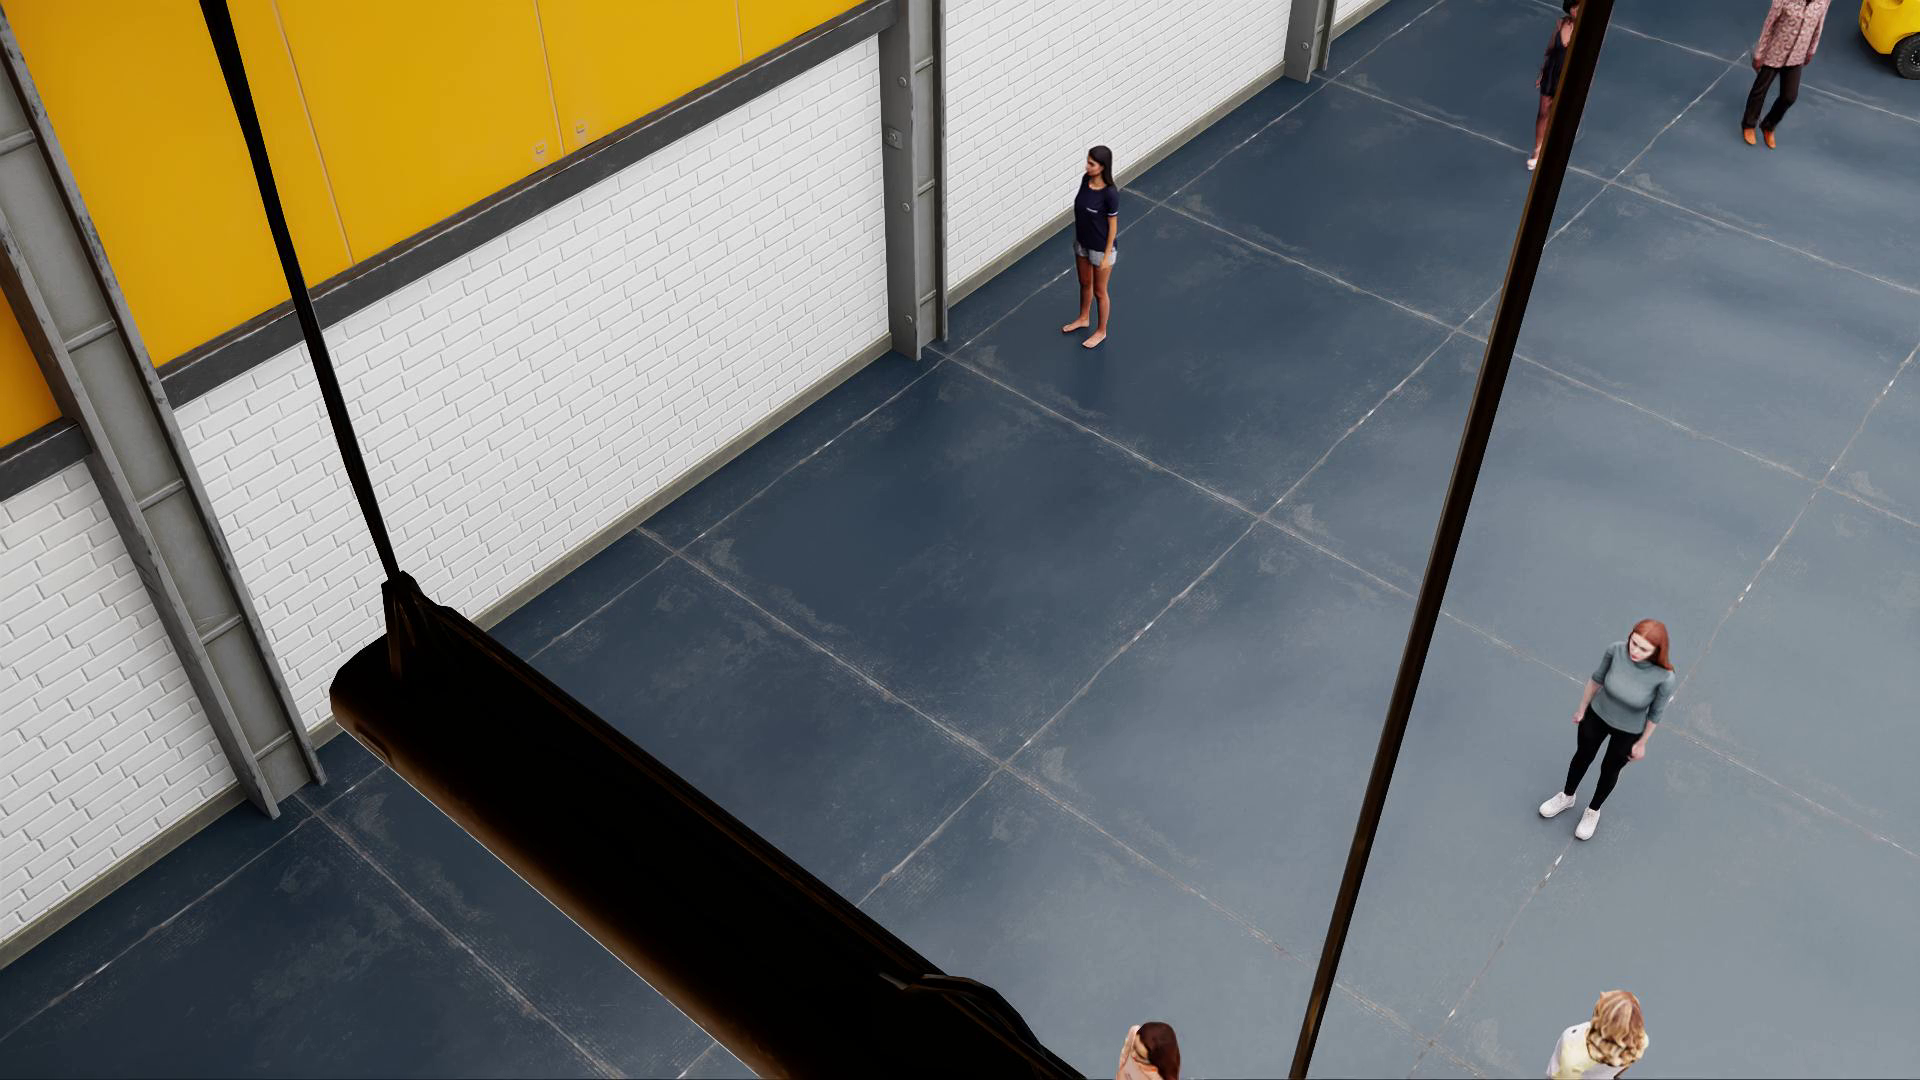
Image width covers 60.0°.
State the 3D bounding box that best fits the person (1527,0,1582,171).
[{"bbox_3d":[5.491,-4.204,15.099,0.550,1.779,0.699,30,51,27],"label":"person"}]

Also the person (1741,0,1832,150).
[{"bbox_3d":[7.642,-4.562,15.466,0.836,1.790,0.845,4,44,5],"label":"person"}]

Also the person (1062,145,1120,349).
[{"bbox_3d":[1.071,-2.330,13.141,0.616,1.766,0.629,-25,49,-24],"label":"person"}]

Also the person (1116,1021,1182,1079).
[{"bbox_3d":[0.935,2.716,8.058,0.781,1.472,0.720,-14,45,-14],"label":"person"}]

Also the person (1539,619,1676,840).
[{"bbox_3d":[3.769,1.073,9.585,0.554,1.743,0.608,-34,53,-30],"label":"person"}]

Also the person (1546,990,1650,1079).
[{"bbox_3d":[2.950,2.662,7.932,0.639,1.722,0.767,-16,46,-16],"label":"person"}]
